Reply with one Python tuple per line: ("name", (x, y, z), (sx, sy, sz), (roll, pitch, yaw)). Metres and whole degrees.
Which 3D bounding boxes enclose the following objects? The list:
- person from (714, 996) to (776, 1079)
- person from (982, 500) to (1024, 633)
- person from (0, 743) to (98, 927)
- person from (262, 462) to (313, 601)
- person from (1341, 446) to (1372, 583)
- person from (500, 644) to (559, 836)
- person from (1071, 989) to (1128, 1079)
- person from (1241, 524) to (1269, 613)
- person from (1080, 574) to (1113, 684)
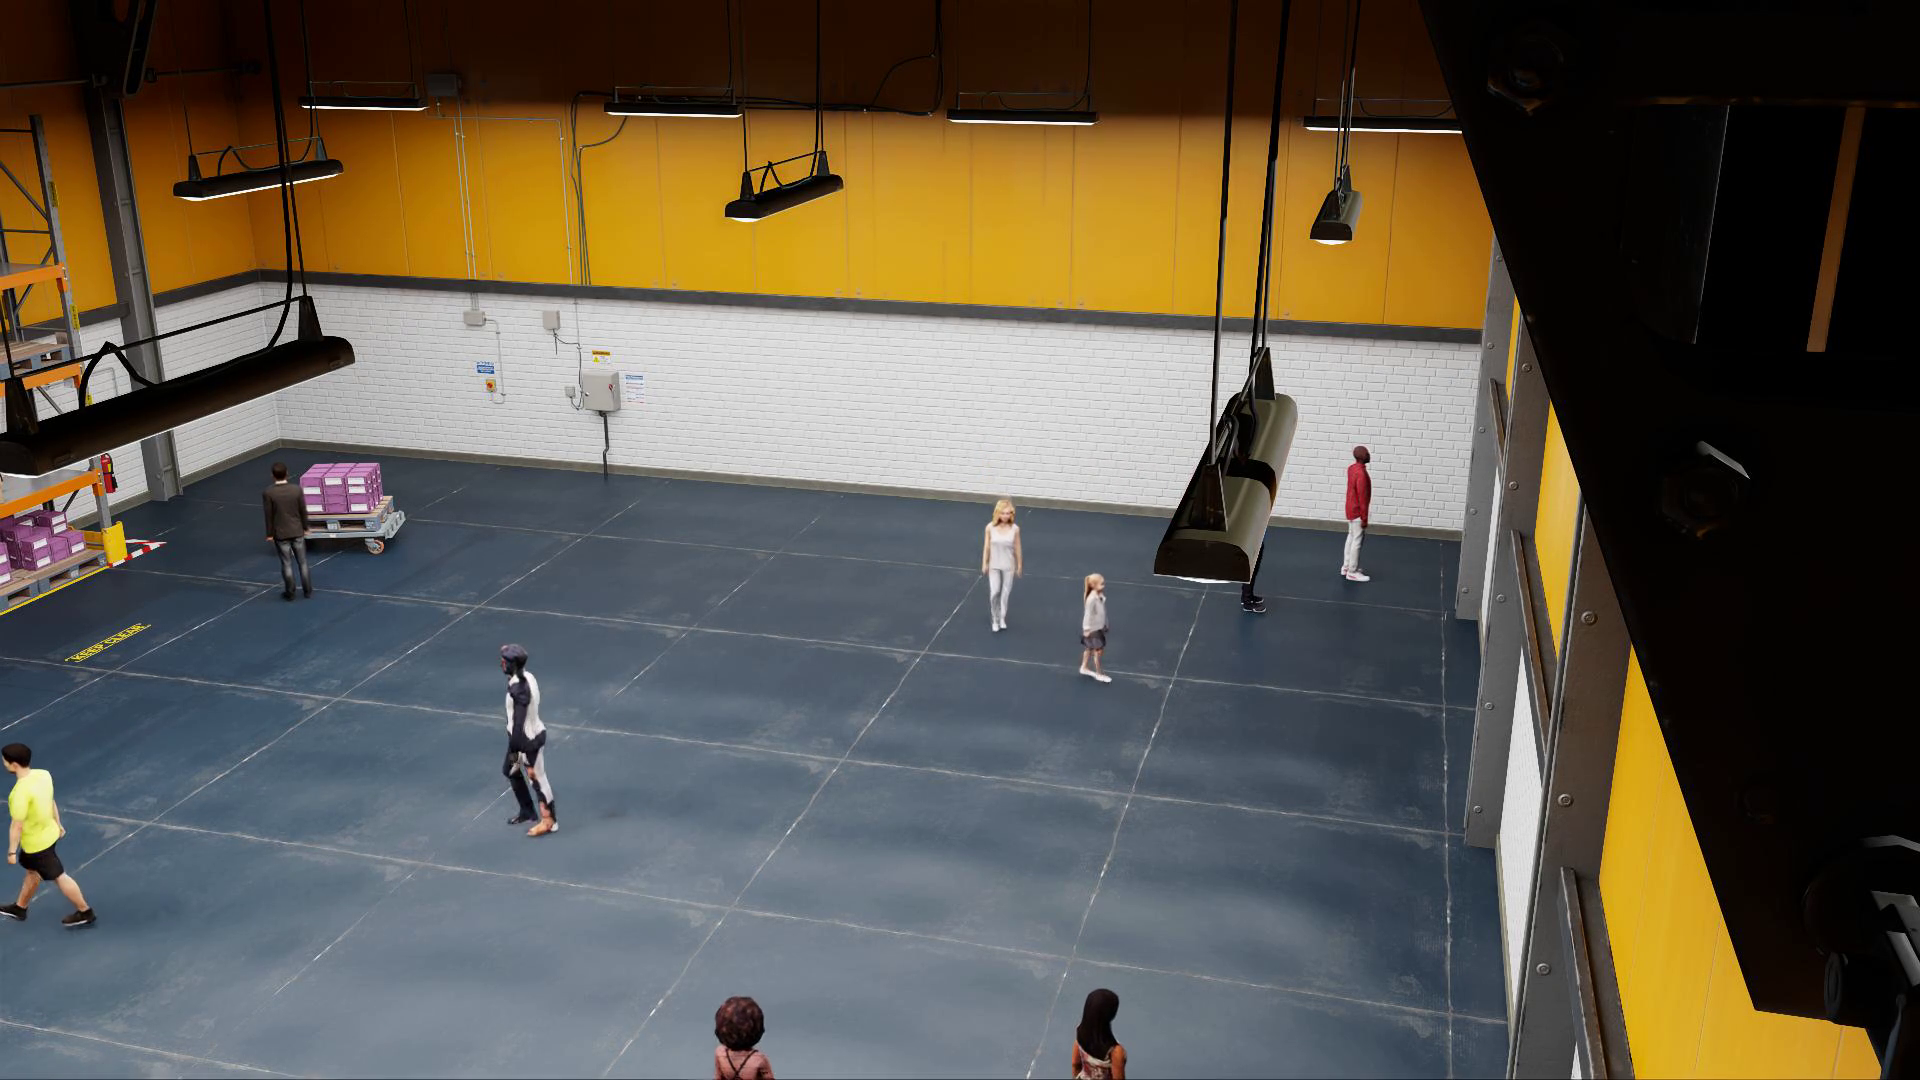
("person", (-1.335, 3.678, 10.204), (0.725, 1.746, 1.151), (10, 21, 26))
("person", (0.515, 0.279, 20.440), (0.733, 1.655, 0.752), (-1, 19, -3))
("person", (-7.600, 2.488, 13.876), (0.965, 1.658, 1.118), (-2, 19, -5))
("person", (-8.648, -0.126, 21.410), (0.722, 1.804, 0.801), (-12, 22, -31))
("person", (5.286, -0.379, 22.138), (0.787, 1.819, 0.626), (-1, 19, -2))
("person", (-3.920, 1.854, 15.420), (0.904, 1.875, 0.821), (-7, 20, -20))
("person", (0.877, 3.596, 10.609), (0.732, 1.644, 0.724), (-15, 24, -38))
("person", (3.724, 0.005, 21.031), (0.714, 1.797, 0.532), (1, 19, 3))
("person", (1.471, 0.979, 18.980), (0.670, 1.260, 0.670), (10, 21, 27))
